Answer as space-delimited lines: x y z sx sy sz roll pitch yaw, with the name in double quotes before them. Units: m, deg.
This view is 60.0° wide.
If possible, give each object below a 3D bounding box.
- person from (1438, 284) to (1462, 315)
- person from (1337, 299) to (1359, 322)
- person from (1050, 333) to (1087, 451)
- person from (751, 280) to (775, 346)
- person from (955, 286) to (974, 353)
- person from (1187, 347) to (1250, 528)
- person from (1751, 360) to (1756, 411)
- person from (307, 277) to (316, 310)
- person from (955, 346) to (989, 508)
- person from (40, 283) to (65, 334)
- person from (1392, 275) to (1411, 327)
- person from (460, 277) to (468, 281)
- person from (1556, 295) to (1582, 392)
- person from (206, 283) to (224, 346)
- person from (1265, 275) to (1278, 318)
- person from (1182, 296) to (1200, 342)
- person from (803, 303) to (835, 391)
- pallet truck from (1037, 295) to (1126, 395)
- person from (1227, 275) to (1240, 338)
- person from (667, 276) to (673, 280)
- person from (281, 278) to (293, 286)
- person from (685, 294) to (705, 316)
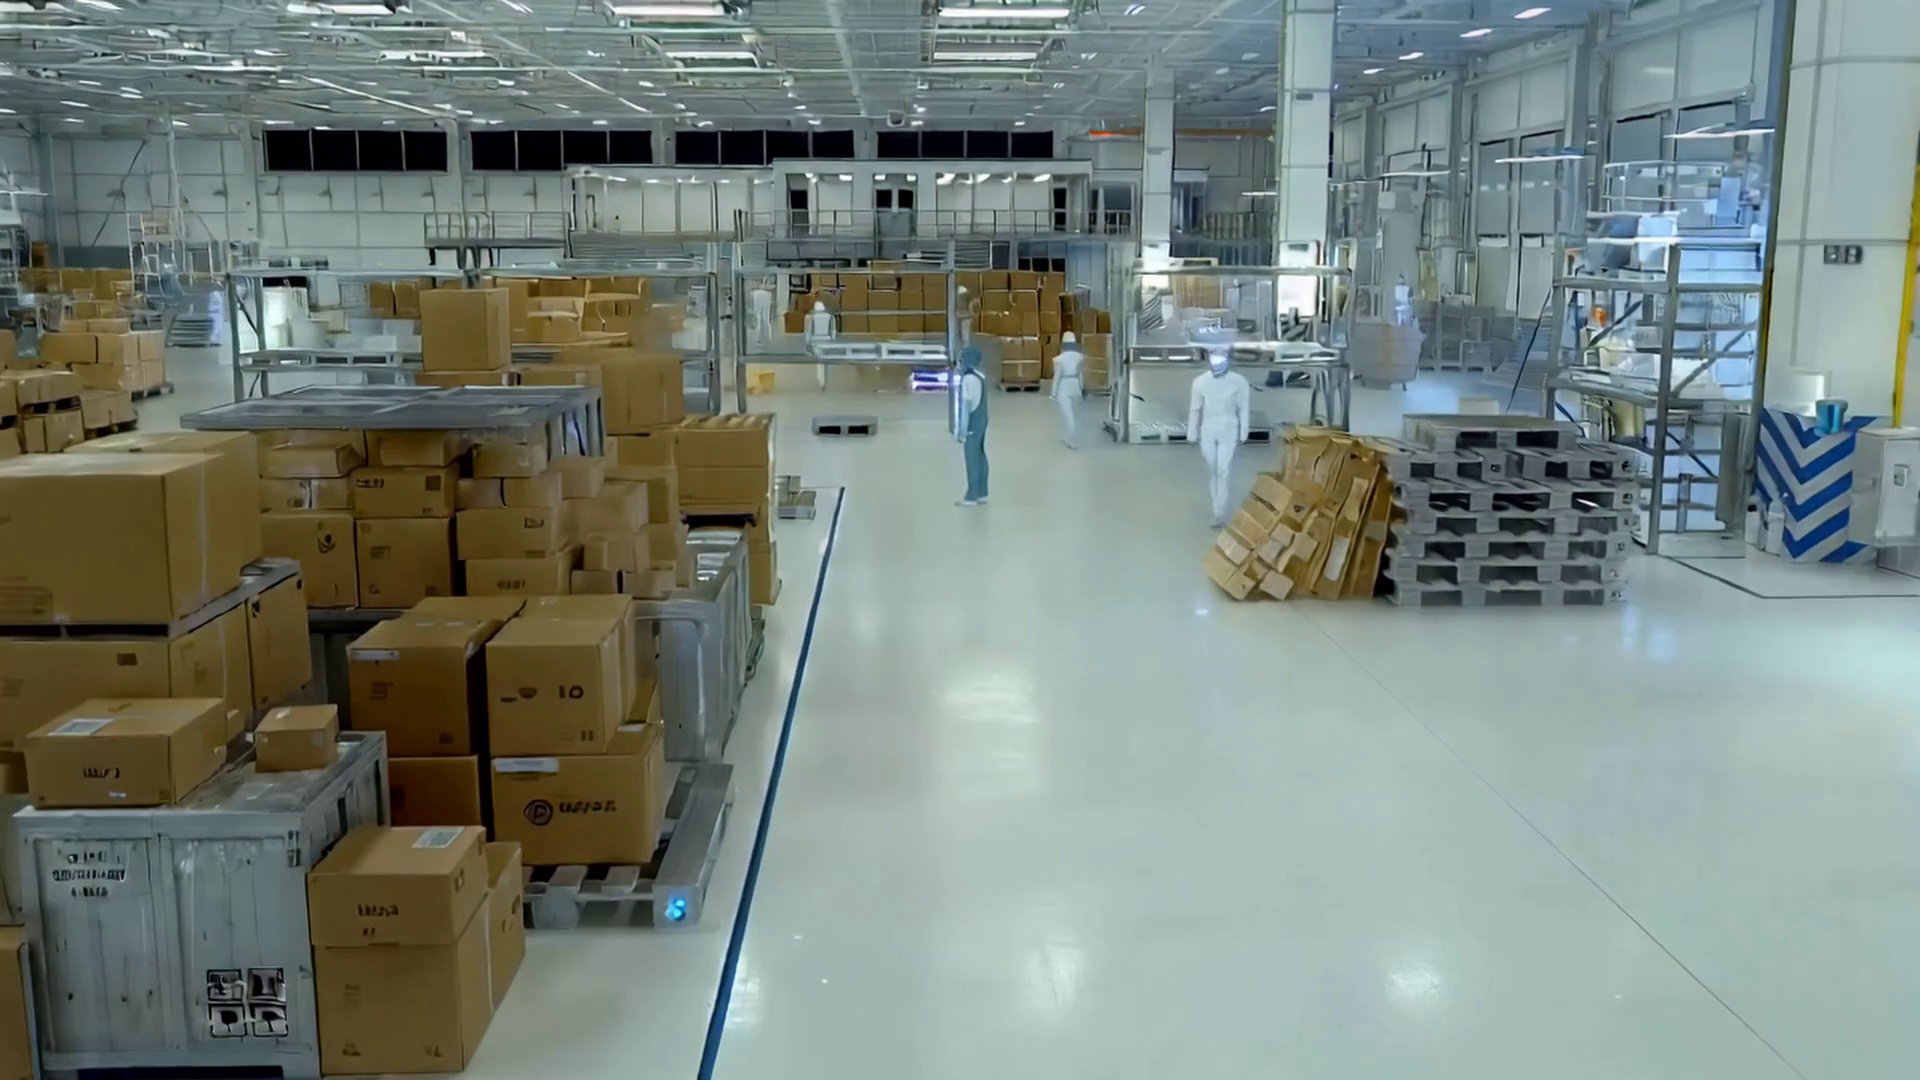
"person" 12.934 -5.800 43.944 0.594 1.926 0.366 2 10 10
"person" 9.602 -5.195 41.139 0.545 1.711 0.898 -1 10 -7
"person" 1.566 -2.191 24.462 0.502 1.690 0.900 -3 11 -19
"person" -5.705 -6.566 48.280 0.647 1.900 0.930 -7 12 -35
"person" 0.066 -6.030 45.487 0.619 1.839 0.430 -4 11 -20
"person" 2.700 -1.077 17.681 0.655 1.906 0.899 5 11 26
"person" 10.473 -1.721 21.386 0.578 1.878 0.347 3 11 18
"person" -23.199 -8.528 59.583 0.300 1.772 0.532 1 10 5
"person" 0.139 -1.291 19.054 0.330 1.844 0.520 6 12 29
"person" -24.275 -5.901 44.520 0.554 1.918 0.400 -6 12 -32
"person" 14.643 -7.807 55.161 0.580 1.909 0.815 2 10 12
"person" -15.318 -7.190 51.600 0.594 1.980 1.041 6 12 30
"person" 12.214 -3.955 33.523 0.608 1.987 0.402 0 10 -3
"person" -21.473 -6.462 47.852 0.601 1.857 0.737 5 11 25
"person" 10.866 -8.264 57.669 0.661 1.921 0.631 5 11 25
"person" 5.875 -5.419 42.548 0.538 1.676 0.718 -5 11 -26
"person" -2.875 -3.958 34.081 0.639 1.799 0.977 -4 11 -21
"pallet truck" 2.483 -3.881 33.060 1.885 1.965 0.823 -7 13 -36
"person" 8.663 -7.414 52.757 0.393 1.990 0.616 2 10 11
"person" -9.468 -7.657 54.344 0.599 1.911 0.431 -10 14 -43
"person" -18.653 -6.260 46.192 0.536 2.000 0.676 -4 11 -20
"person" -6.192 -4.888 39.202 0.530 1.834 0.917 2 10 8
